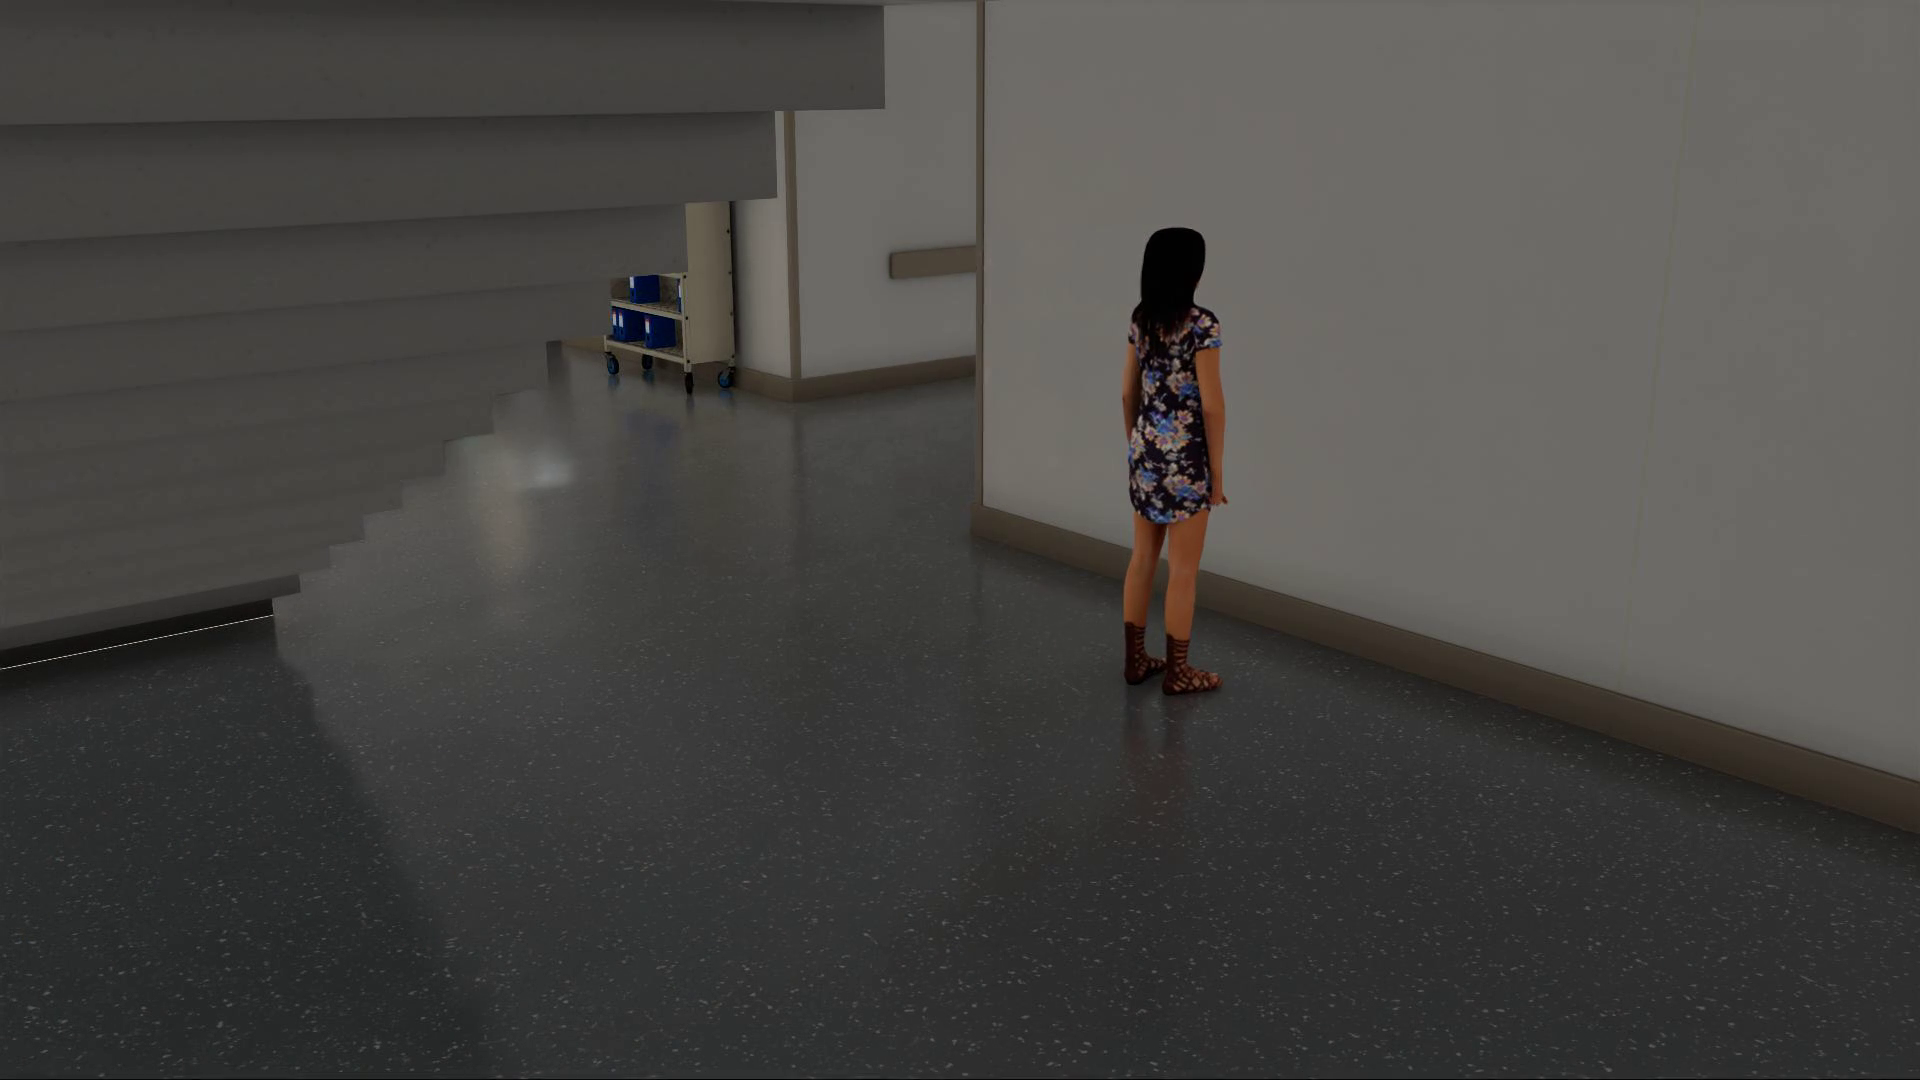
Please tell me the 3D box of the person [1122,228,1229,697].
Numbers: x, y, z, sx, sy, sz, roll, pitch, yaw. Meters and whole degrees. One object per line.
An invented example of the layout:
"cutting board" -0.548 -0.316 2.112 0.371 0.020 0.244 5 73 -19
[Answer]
"person" 0.777 -0.285 6.189 0.645 1.733 0.433 -13 20 -39
